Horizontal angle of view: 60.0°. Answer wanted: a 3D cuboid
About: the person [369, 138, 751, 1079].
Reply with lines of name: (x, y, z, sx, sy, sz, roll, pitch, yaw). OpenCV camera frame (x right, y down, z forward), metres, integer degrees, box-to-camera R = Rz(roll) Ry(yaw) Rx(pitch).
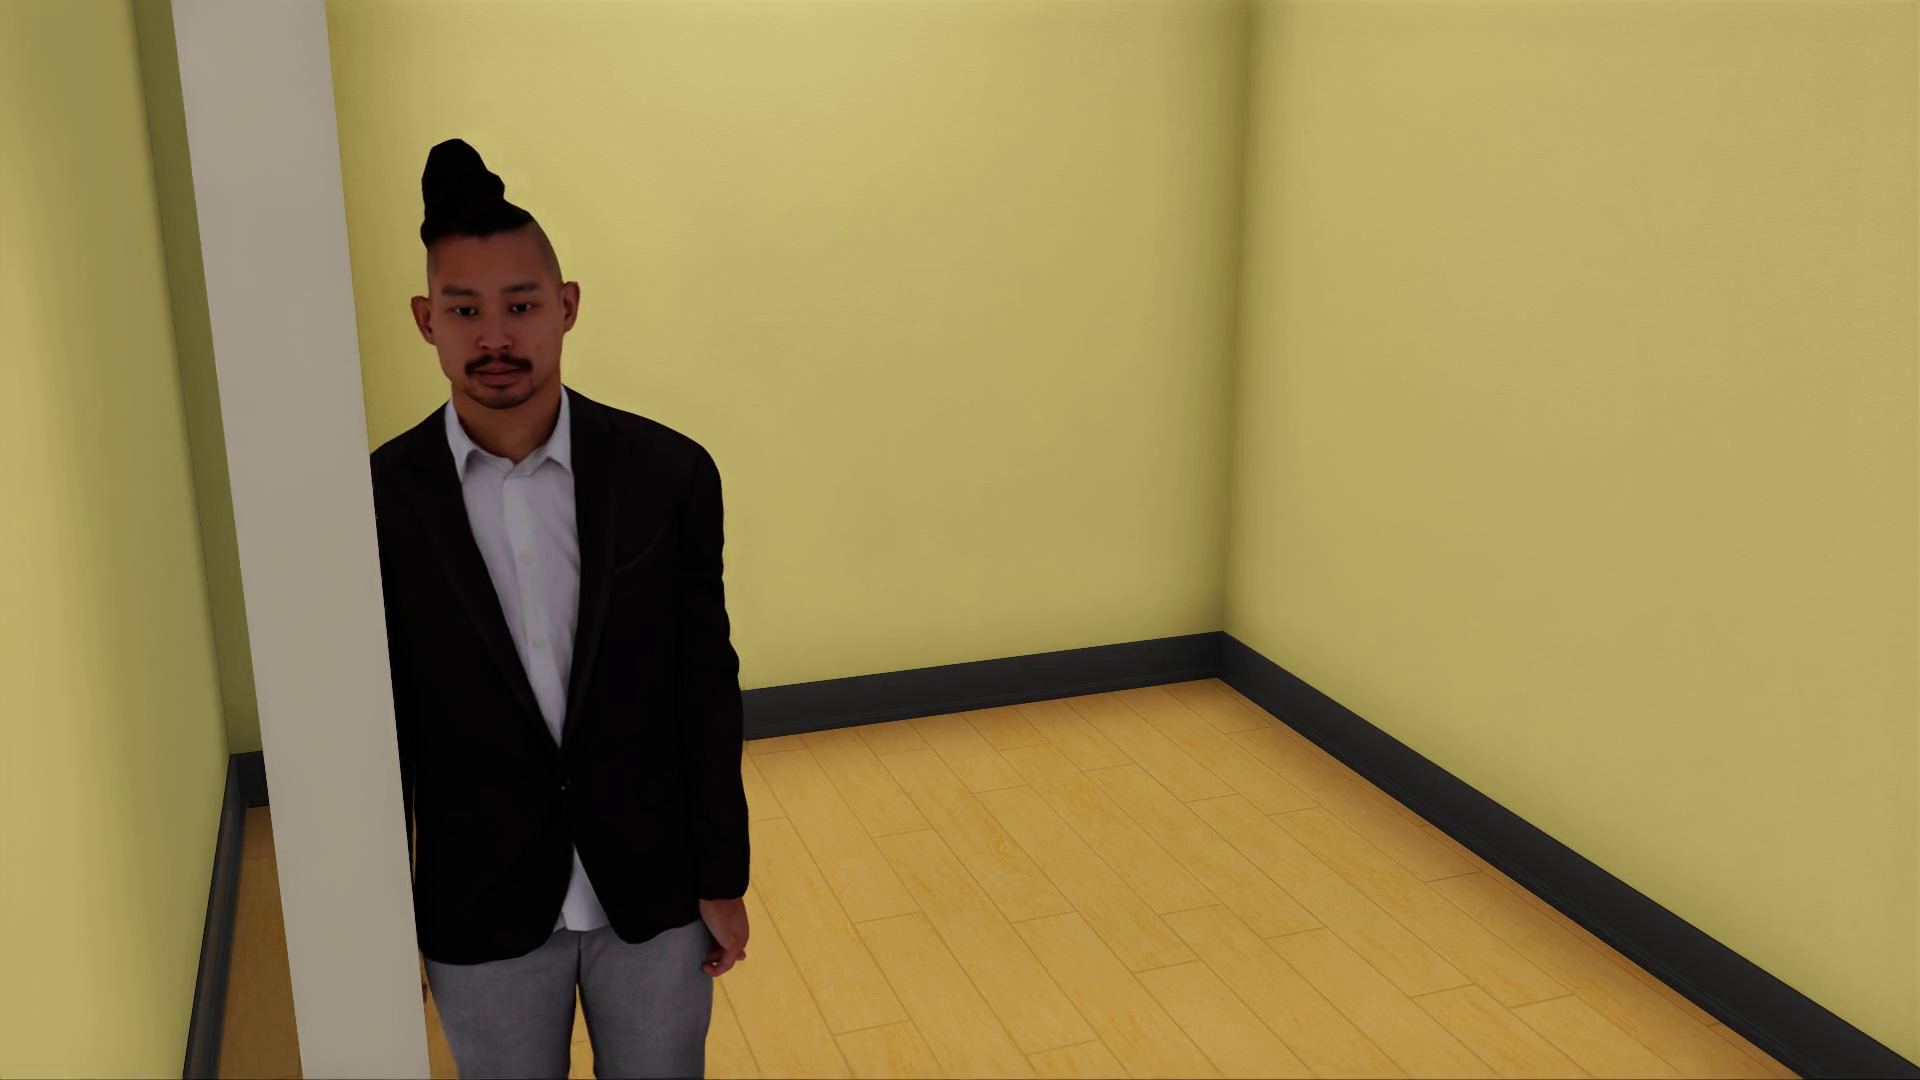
person: (-0.565, 0.434, 2.337, 0.534, 1.952, 0.767, -5, 16, -17)
